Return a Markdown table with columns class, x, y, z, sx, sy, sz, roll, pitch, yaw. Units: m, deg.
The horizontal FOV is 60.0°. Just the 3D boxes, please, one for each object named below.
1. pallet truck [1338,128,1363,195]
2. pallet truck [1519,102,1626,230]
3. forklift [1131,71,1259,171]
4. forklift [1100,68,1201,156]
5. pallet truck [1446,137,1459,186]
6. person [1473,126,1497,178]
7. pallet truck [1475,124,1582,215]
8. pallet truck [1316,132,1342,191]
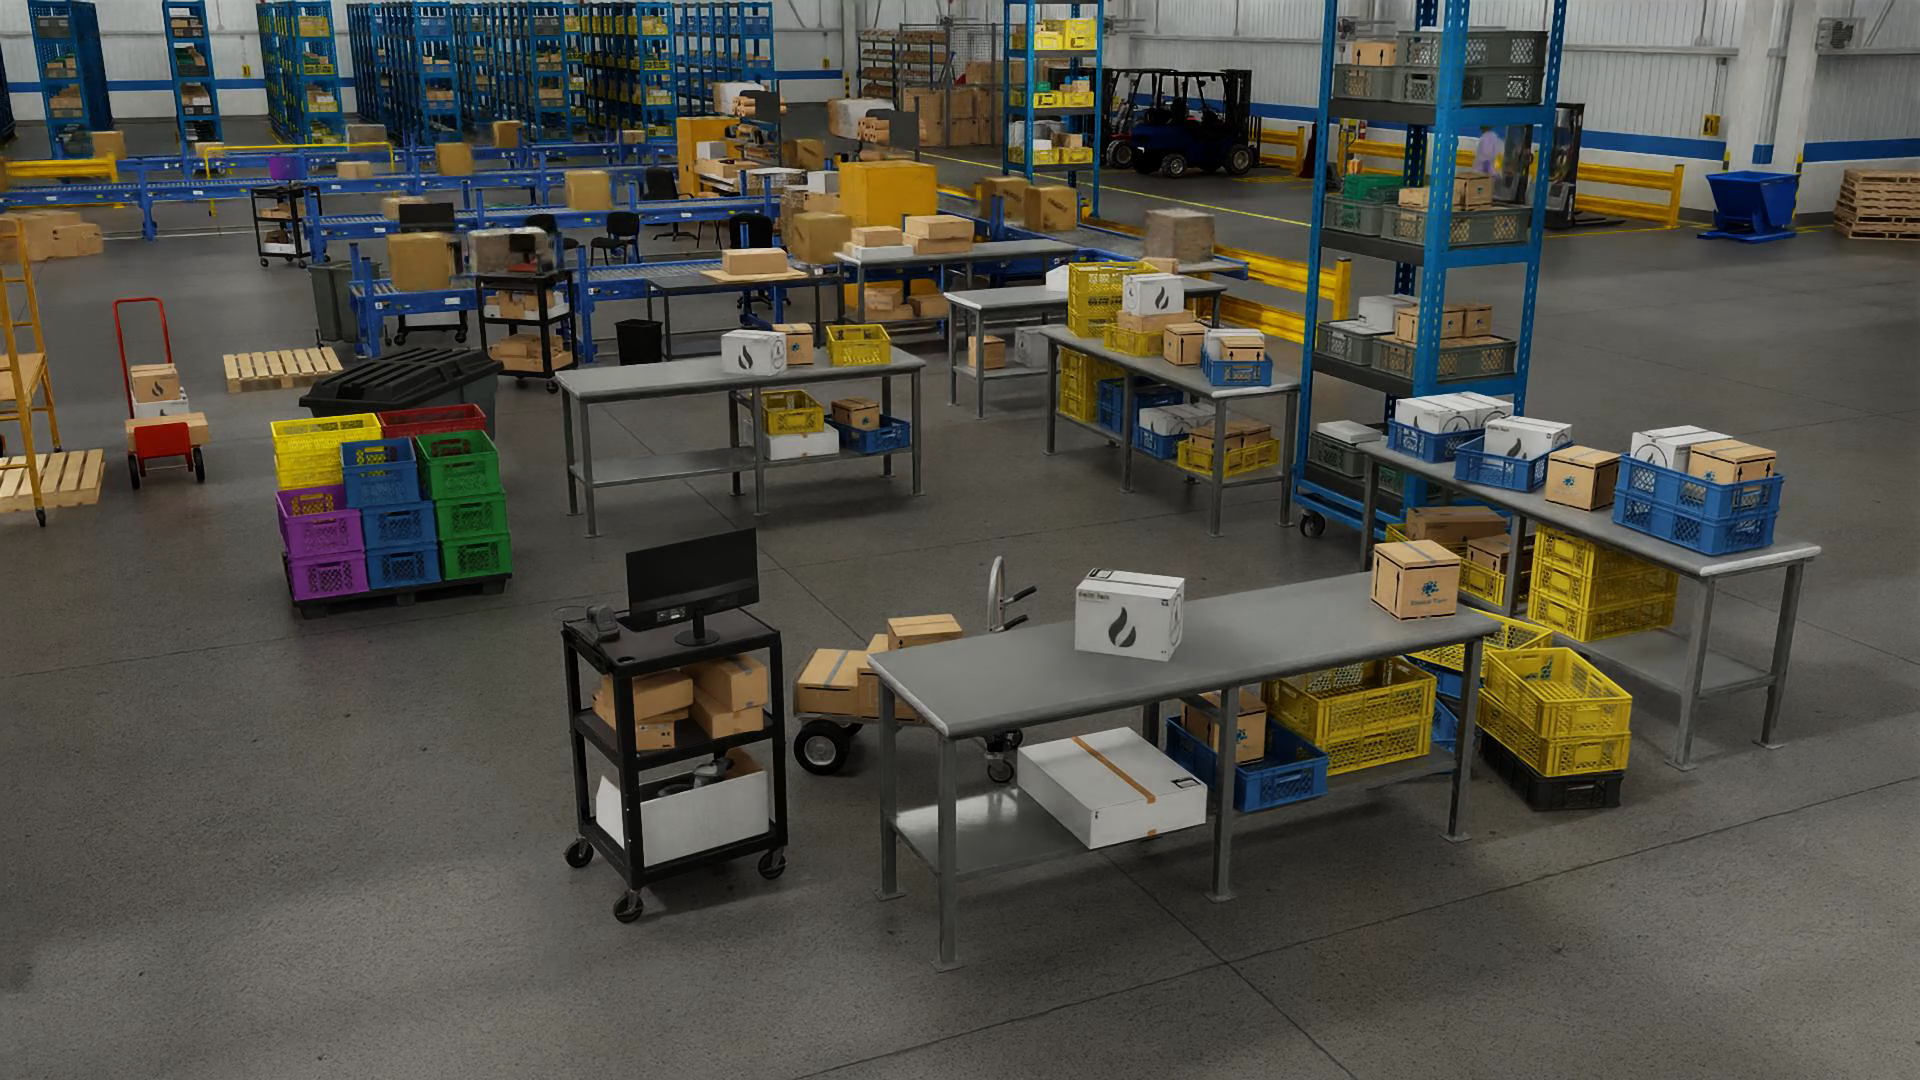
| class | x | y | z | sx | sy | sz | roll | pitch | yaw |
| --- | --- | --- | --- | --- | --- | --- | --- | --- | --- |
| pallet truck | 7.845 | -7.140 | 31.411 | 1.522 | 1.261 | 0.704 | -9 | 20 | -25 |
| pallet truck | 9.972 | -6.037 | 26.785 | 1.885 | 1.965 | 0.823 | -9 | 20 | -25 |
| forklift | 4.998 | -8.936 | 35.413 | 2.680 | 1.987 | 1.157 | -9 | 20 | -25 |
| forklift | 4.082 | -9.564 | 37.410 | 2.680 | 1.987 | 1.157 | -8 | 19 | -23 |
| pallet truck | 9.184 | -6.485 | 29.328 | 1.630 | 1.274 | 0.653 | -8 | 19 | -23 |
| person | 7.943 | -5.478 | 24.991 | 0.809 | 2.024 | 0.622 | 7 | 19 | 21 |
| pallet truck | 9.707 | -6.455 | 28.103 | 1.885 | 1.965 | 0.823 | -7 | 19 | -20 |
| pallet truck | 7.723 | -7.504 | 32.656 | 1.601 | 1.201 | 0.680 | -8 | 19 | -23 |
